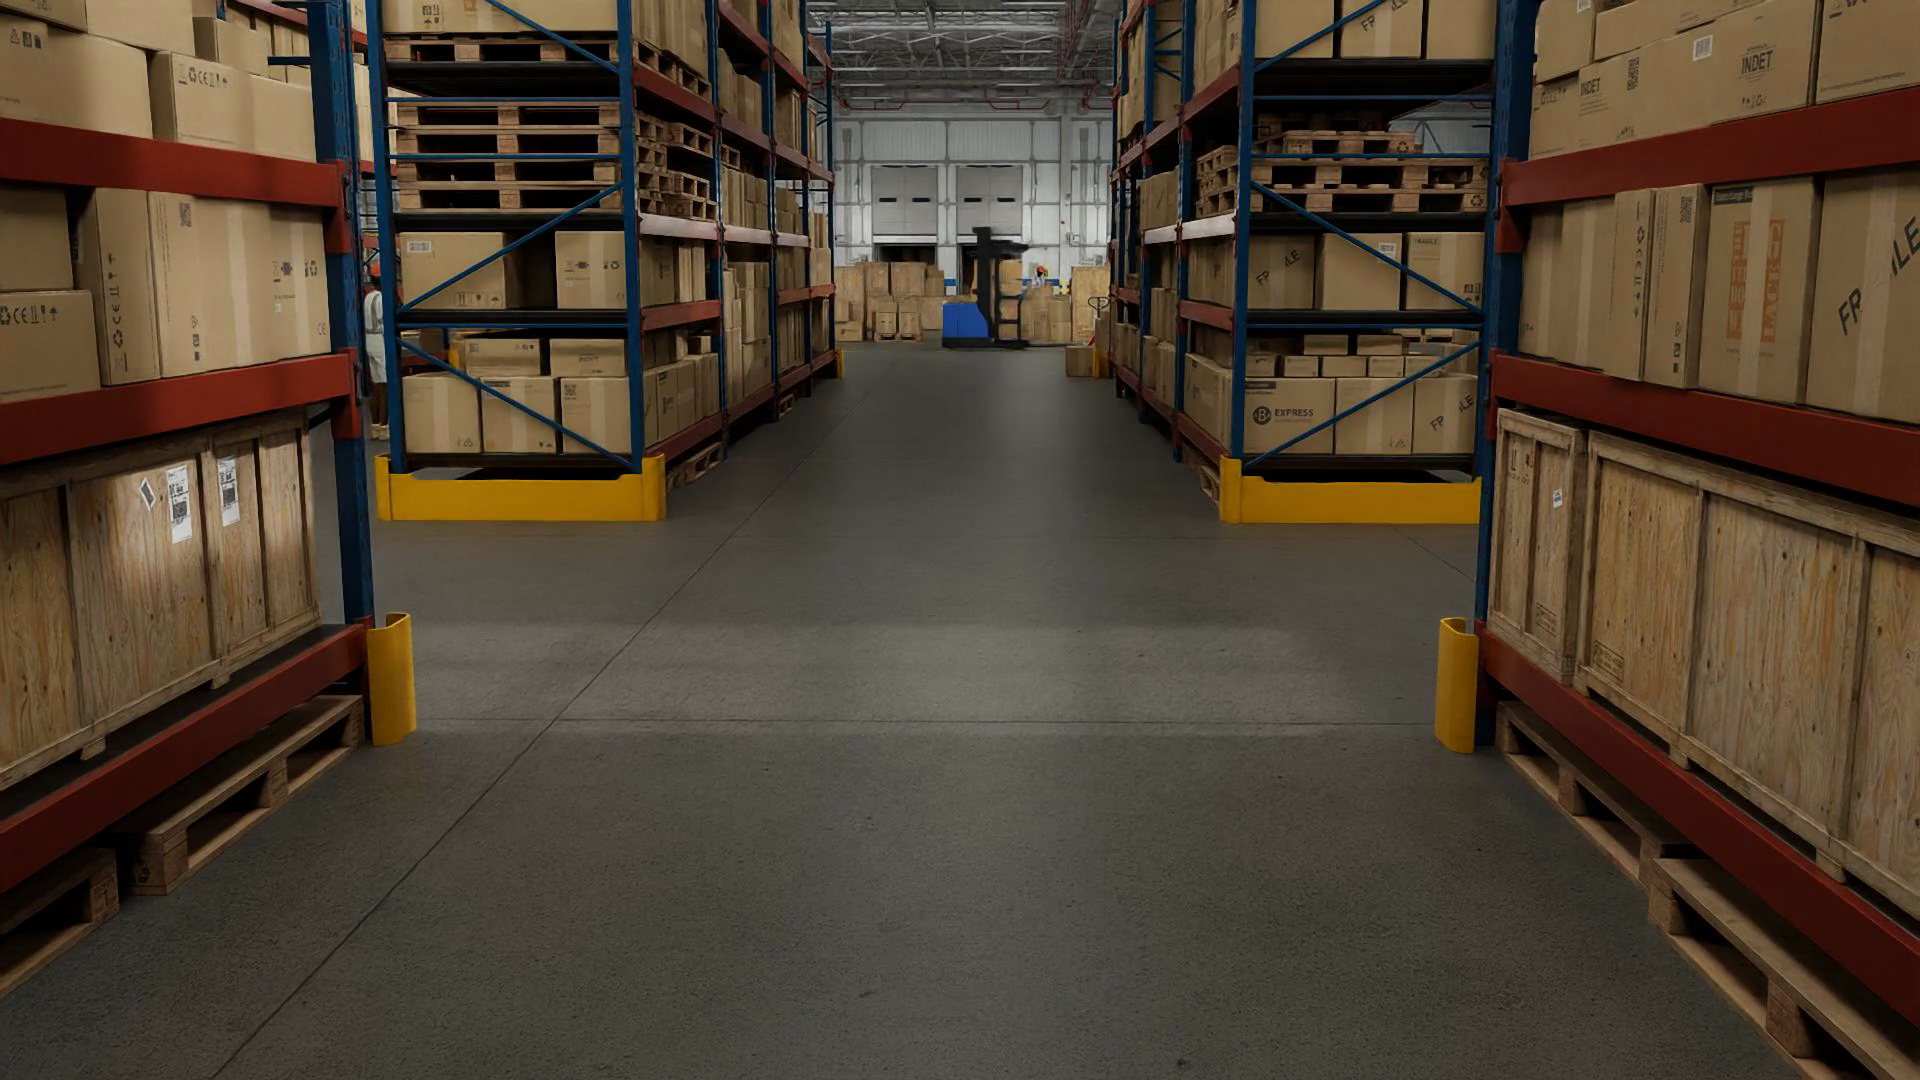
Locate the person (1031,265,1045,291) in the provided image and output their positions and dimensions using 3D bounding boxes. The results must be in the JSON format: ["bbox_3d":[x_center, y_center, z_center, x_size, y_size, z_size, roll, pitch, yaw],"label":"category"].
[{"bbox_3d":[2.491,-7.653,52.255,0.543,1.928,0.373,-9,13,-44],"label":"person"}]

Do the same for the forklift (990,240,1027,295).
[{"bbox_3d":[1.451,-9.341,59.516,1.129,2.768,1.873,9,13,44],"label":"forklift"}]

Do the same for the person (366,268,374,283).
[{"bbox_3d":[-21.646,-9.095,61.136,0.345,1.847,0.508,-1,10,-8],"label":"person"}]

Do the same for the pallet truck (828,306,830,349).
[{"bbox_3d":[-3.100,-3.940,29.800,1.885,1.965,0.823,3,10,19],"label":"pallet truck"}]

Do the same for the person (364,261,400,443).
[{"bbox_3d":[-6.491,-2.123,18.786,0.393,2.041,0.614,-7,12,-35],"label":"person"}]

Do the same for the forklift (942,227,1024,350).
[{"bbox_3d":[0.523,-5.795,38.271,1.873,2.768,1.129,0,9,1],"label":"forklift"}]
